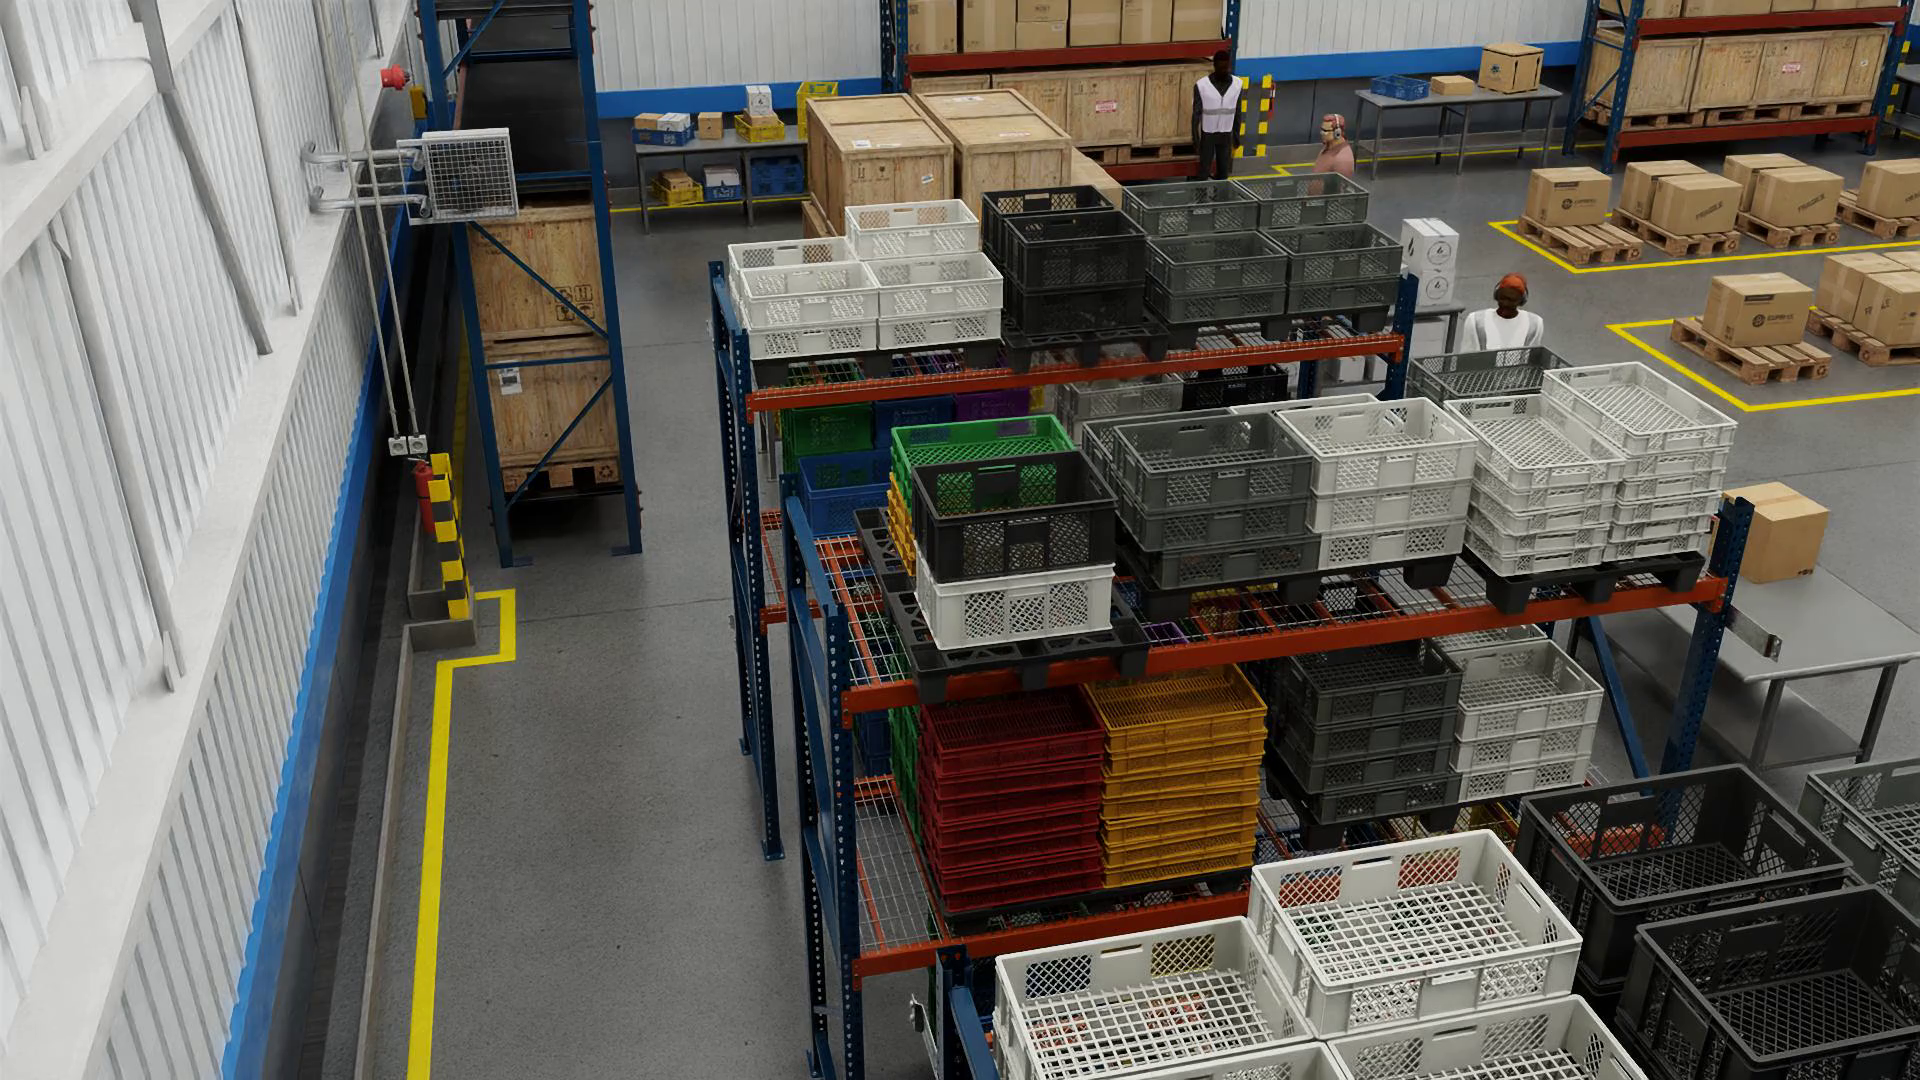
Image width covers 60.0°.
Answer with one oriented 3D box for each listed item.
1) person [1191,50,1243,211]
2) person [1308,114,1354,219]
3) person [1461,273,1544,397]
[{"bbox_3d":[2.940,-4.679,19.157,0.600,1.907,0.411,-6,28,-11],"label":"person"},{"bbox_3d":[3.639,-3.276,16.506,0.400,1.900,0.648,0,28,1],"label":"person"},{"bbox_3d":[3.965,-1.083,12.357,0.575,1.881,0.356,2,28,4],"label":"person"}]
